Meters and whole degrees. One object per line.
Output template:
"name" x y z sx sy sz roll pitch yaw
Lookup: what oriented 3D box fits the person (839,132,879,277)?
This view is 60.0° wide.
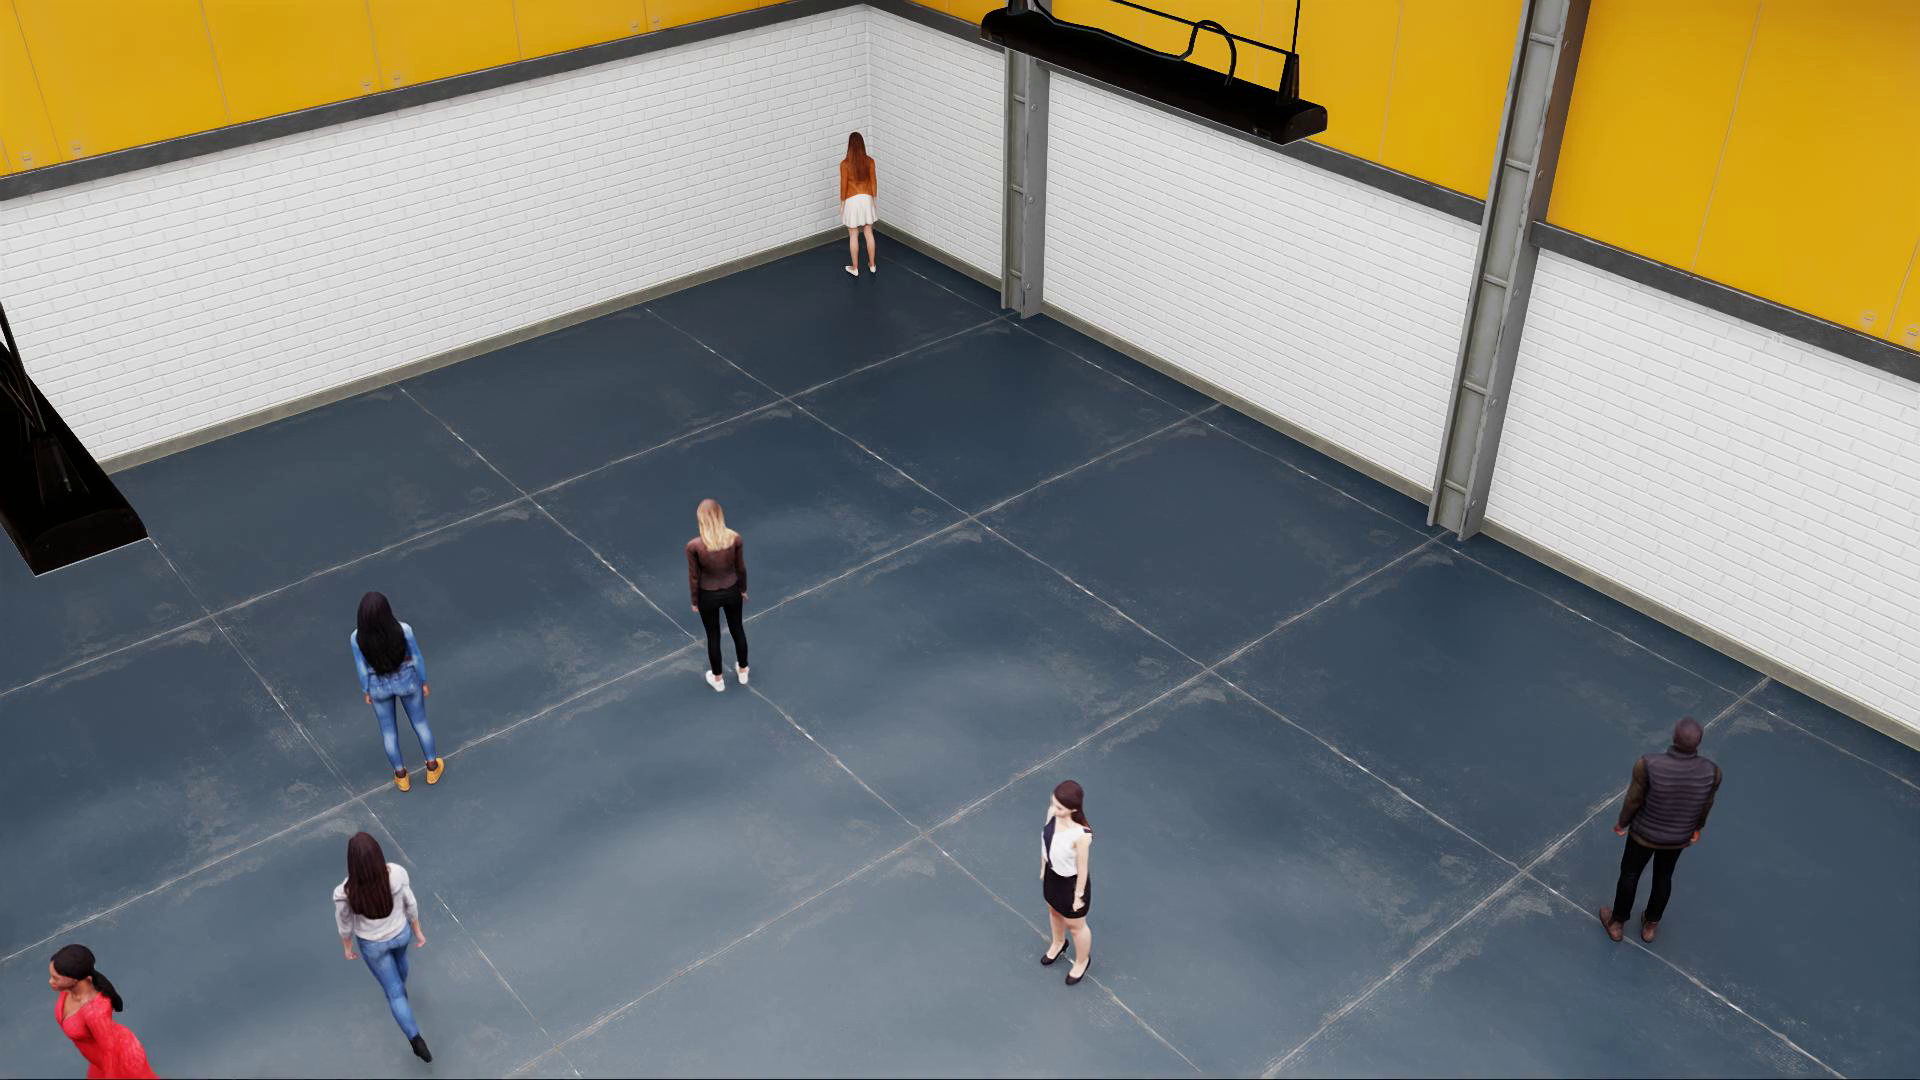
"person" -1.193 -3.964 19.611 0.693 1.720 0.667 -13 36 -19

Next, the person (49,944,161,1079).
"person" -4.638 2.864 9.294 0.696 1.770 0.745 26 42 33

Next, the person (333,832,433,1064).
"person" -3.442 2.474 10.041 0.642 1.592 1.035 -22 39 -29

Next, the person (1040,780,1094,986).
"person" 0.676 2.147 10.484 0.607 1.646 0.472 -23 40 -30

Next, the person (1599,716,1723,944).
"person" 4.512 1.869 10.730 0.758 1.836 0.826 4 34 6

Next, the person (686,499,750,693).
"person" -1.884 0.433 13.011 0.661 1.703 0.603 -14 36 -19

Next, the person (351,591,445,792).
"person" -4.080 1.083 12.024 0.673 1.712 0.650 -9 35 -14
